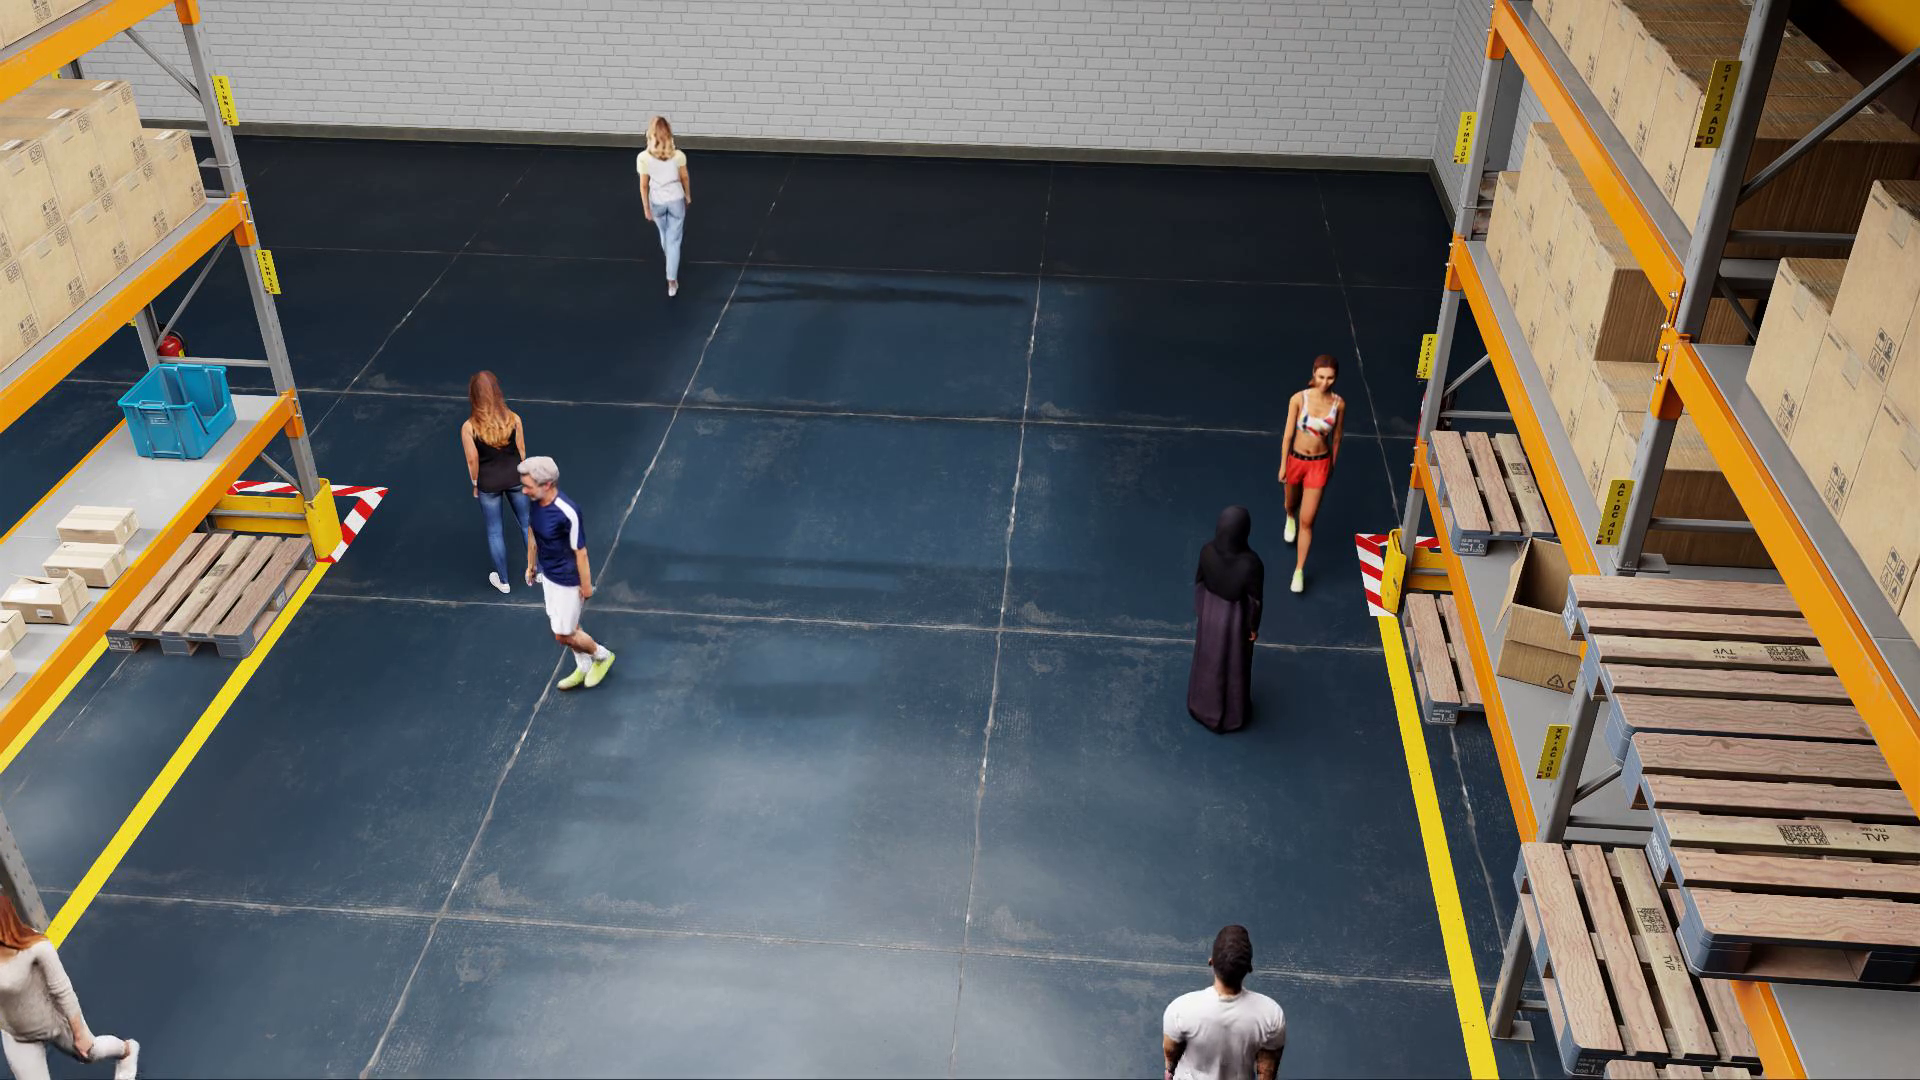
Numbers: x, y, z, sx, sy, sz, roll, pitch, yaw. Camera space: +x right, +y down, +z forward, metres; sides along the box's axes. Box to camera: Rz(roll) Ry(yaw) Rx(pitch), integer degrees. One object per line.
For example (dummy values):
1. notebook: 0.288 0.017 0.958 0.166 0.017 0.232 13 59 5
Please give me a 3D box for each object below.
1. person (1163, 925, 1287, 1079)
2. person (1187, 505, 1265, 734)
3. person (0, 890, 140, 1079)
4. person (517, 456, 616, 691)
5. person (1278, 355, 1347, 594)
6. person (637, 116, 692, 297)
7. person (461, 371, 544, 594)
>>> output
1. person: 1.125 2.483 7.301 0.717 1.848 0.727 0 34 -1
2. person: 1.679 0.480 10.525 0.708 1.615 0.737 21 39 28
3. person: -4.282 2.214 7.857 0.630 1.679 1.120 1 34 2
4. person: -2.496 0.195 10.775 0.854 1.811 0.795 -26 42 -33
5. person: 2.492 -0.569 11.974 0.667 1.757 1.151 8 34 11
6. person: -2.795 -3.159 15.941 0.763 1.679 1.150 -3 34 -4
7. person: -3.243 -0.409 11.765 0.670 1.722 0.697 -18 37 -25
